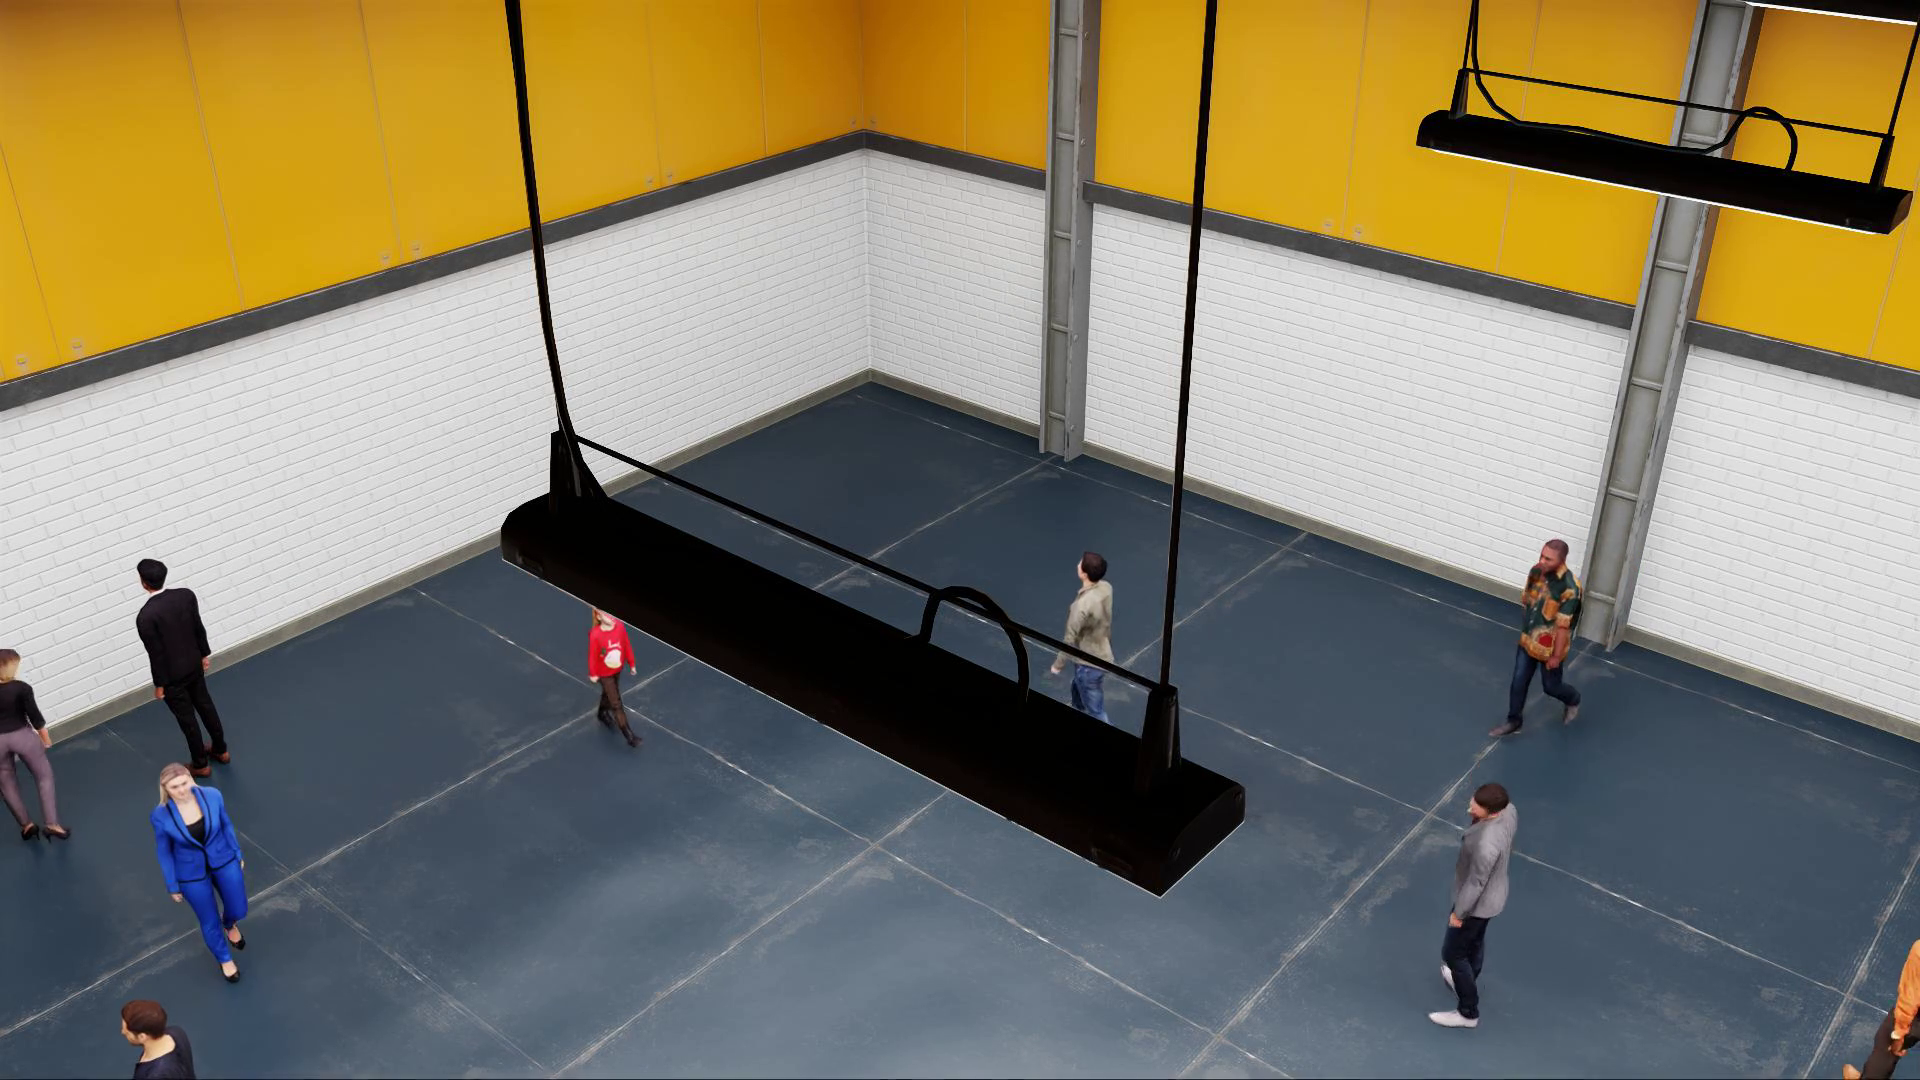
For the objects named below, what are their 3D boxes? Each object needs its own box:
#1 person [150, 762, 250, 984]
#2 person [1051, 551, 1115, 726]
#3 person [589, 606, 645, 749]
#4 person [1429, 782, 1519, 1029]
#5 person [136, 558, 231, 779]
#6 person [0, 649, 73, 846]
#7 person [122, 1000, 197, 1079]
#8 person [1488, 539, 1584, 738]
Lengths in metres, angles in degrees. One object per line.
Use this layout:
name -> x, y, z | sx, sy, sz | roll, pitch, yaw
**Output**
person -> -4.964, 2.124, 10.891 | 0.708, 1.688, 0.739 | -21, 35, -34
person -> 1.090, 0.971, 12.852 | 1.020, 1.835, 0.805 | 15, 32, 25
person -> -2.846, 1.026, 13.366 | 0.878, 1.246, 0.496 | 22, 36, 35
person -> 3.276, 2.230, 10.526 | 0.746, 1.852, 0.621 | -21, 35, -33
person -> -6.004, 0.978, 12.792 | 0.676, 1.881, 0.764 | 11, 30, 19
person -> -6.888, 1.517, 12.049 | 0.728, 1.645, 0.725 | -21, 35, -33
person -> -4.111, 3.152, 8.834 | 0.786, 1.854, 0.676 | -7, 29, -13
person -> 4.721, 0.792, 13.235 | 0.995, 1.783, 1.105 | -14, 32, -24
